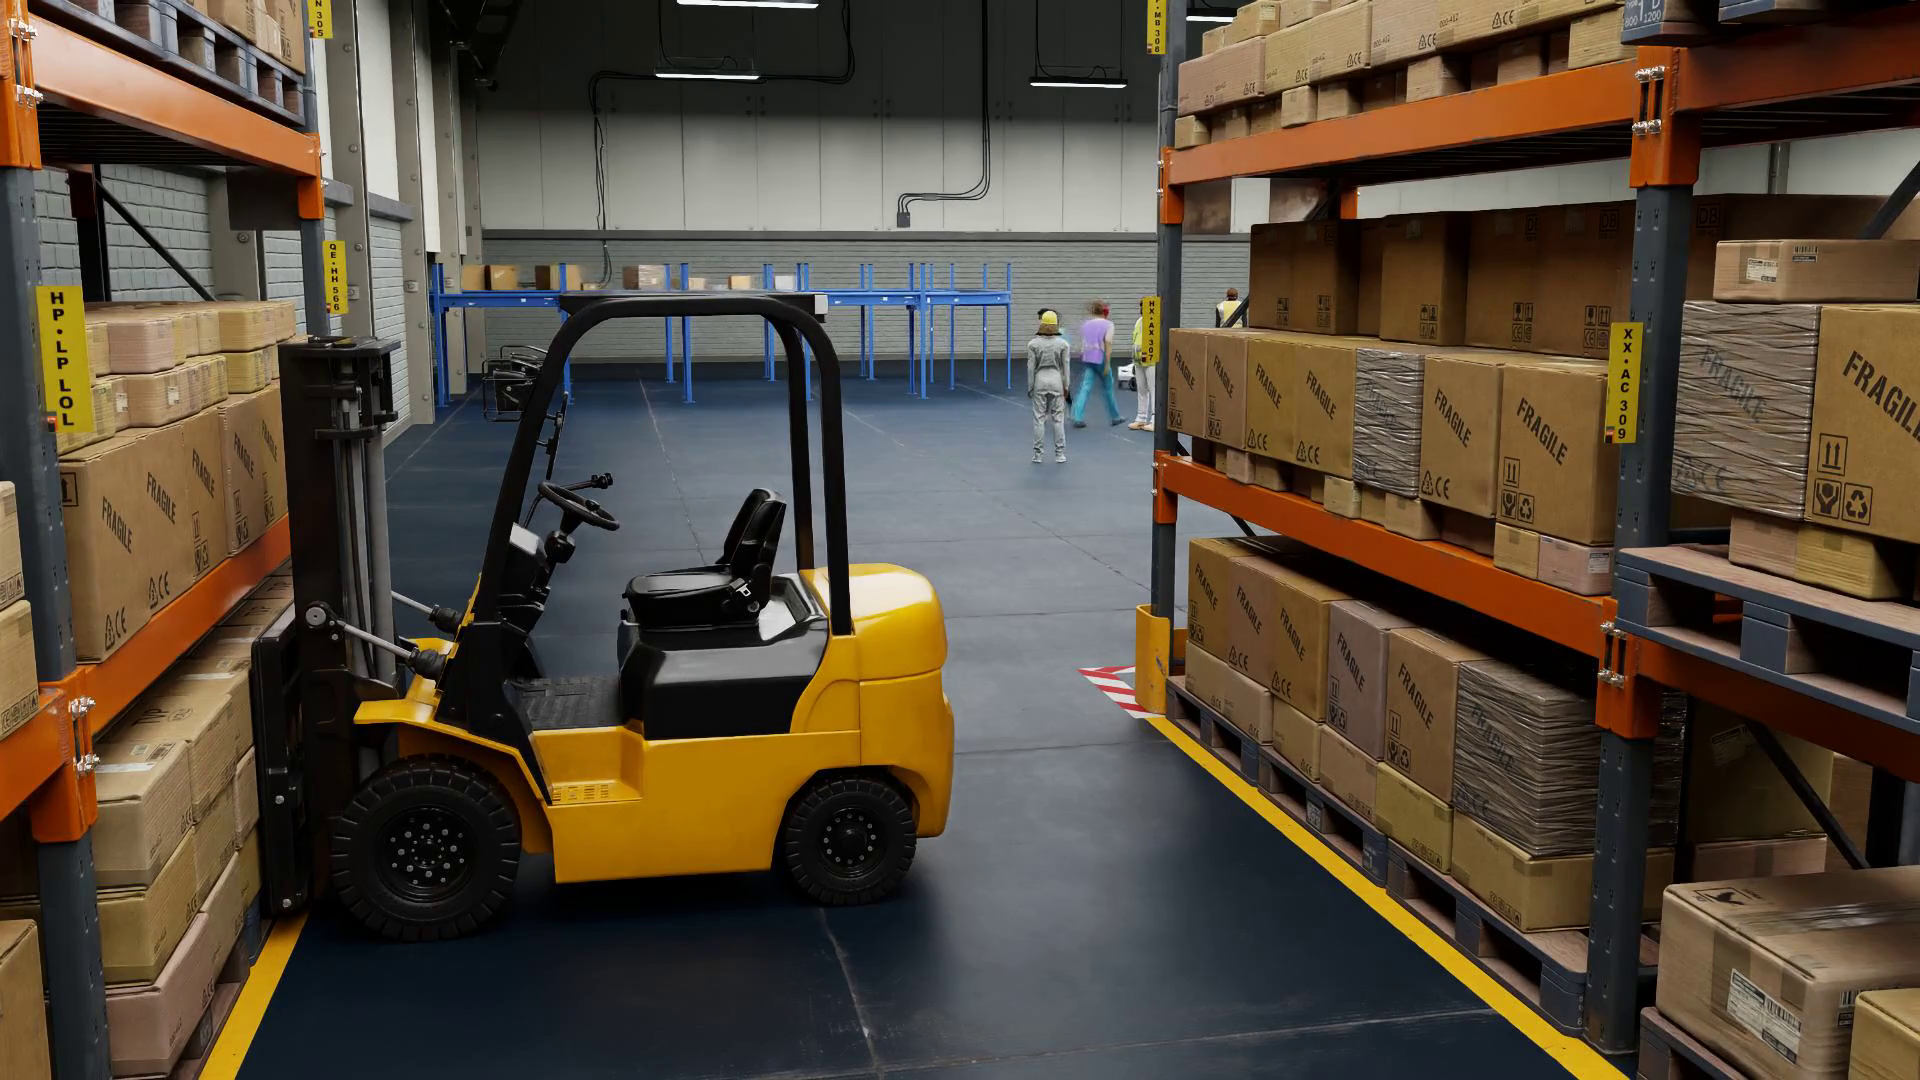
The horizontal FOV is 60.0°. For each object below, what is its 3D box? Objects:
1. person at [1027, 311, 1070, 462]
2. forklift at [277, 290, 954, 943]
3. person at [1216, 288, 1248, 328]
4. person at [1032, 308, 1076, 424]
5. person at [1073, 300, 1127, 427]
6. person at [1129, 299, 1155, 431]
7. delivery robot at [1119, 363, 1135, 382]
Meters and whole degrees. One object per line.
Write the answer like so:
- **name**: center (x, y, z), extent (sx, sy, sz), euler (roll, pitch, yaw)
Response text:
- **person**: center (1.022, -1.774, 19.264), extent (0.494, 1.743, 0.304), euler (0, 9, 1)
- **forklift**: center (-1.179, 0.175, 6.143), extent (2.313, 2.155, 1.214), euler (-2, 10, -12)
- **person**: center (5.361, -4.051, 32.849), extent (0.625, 1.844, 0.429), euler (2, 10, 14)
- **person**: center (1.364, -2.525, 24.071), extent (0.771, 1.665, 0.531), euler (-8, 12, -40)
- **person**: center (1.958, -2.499, 23.570), extent (0.576, 1.787, 1.005), euler (9, 13, 43)
- **person**: center (2.593, -2.439, 23.033), extent (0.429, 1.839, 0.640), euler (-6, 11, -31)
- **delivery robot**: center (3.243, -3.080, 30.681), extent (0.477, 0.478, 0.707), euler (-6, 11, -32)
